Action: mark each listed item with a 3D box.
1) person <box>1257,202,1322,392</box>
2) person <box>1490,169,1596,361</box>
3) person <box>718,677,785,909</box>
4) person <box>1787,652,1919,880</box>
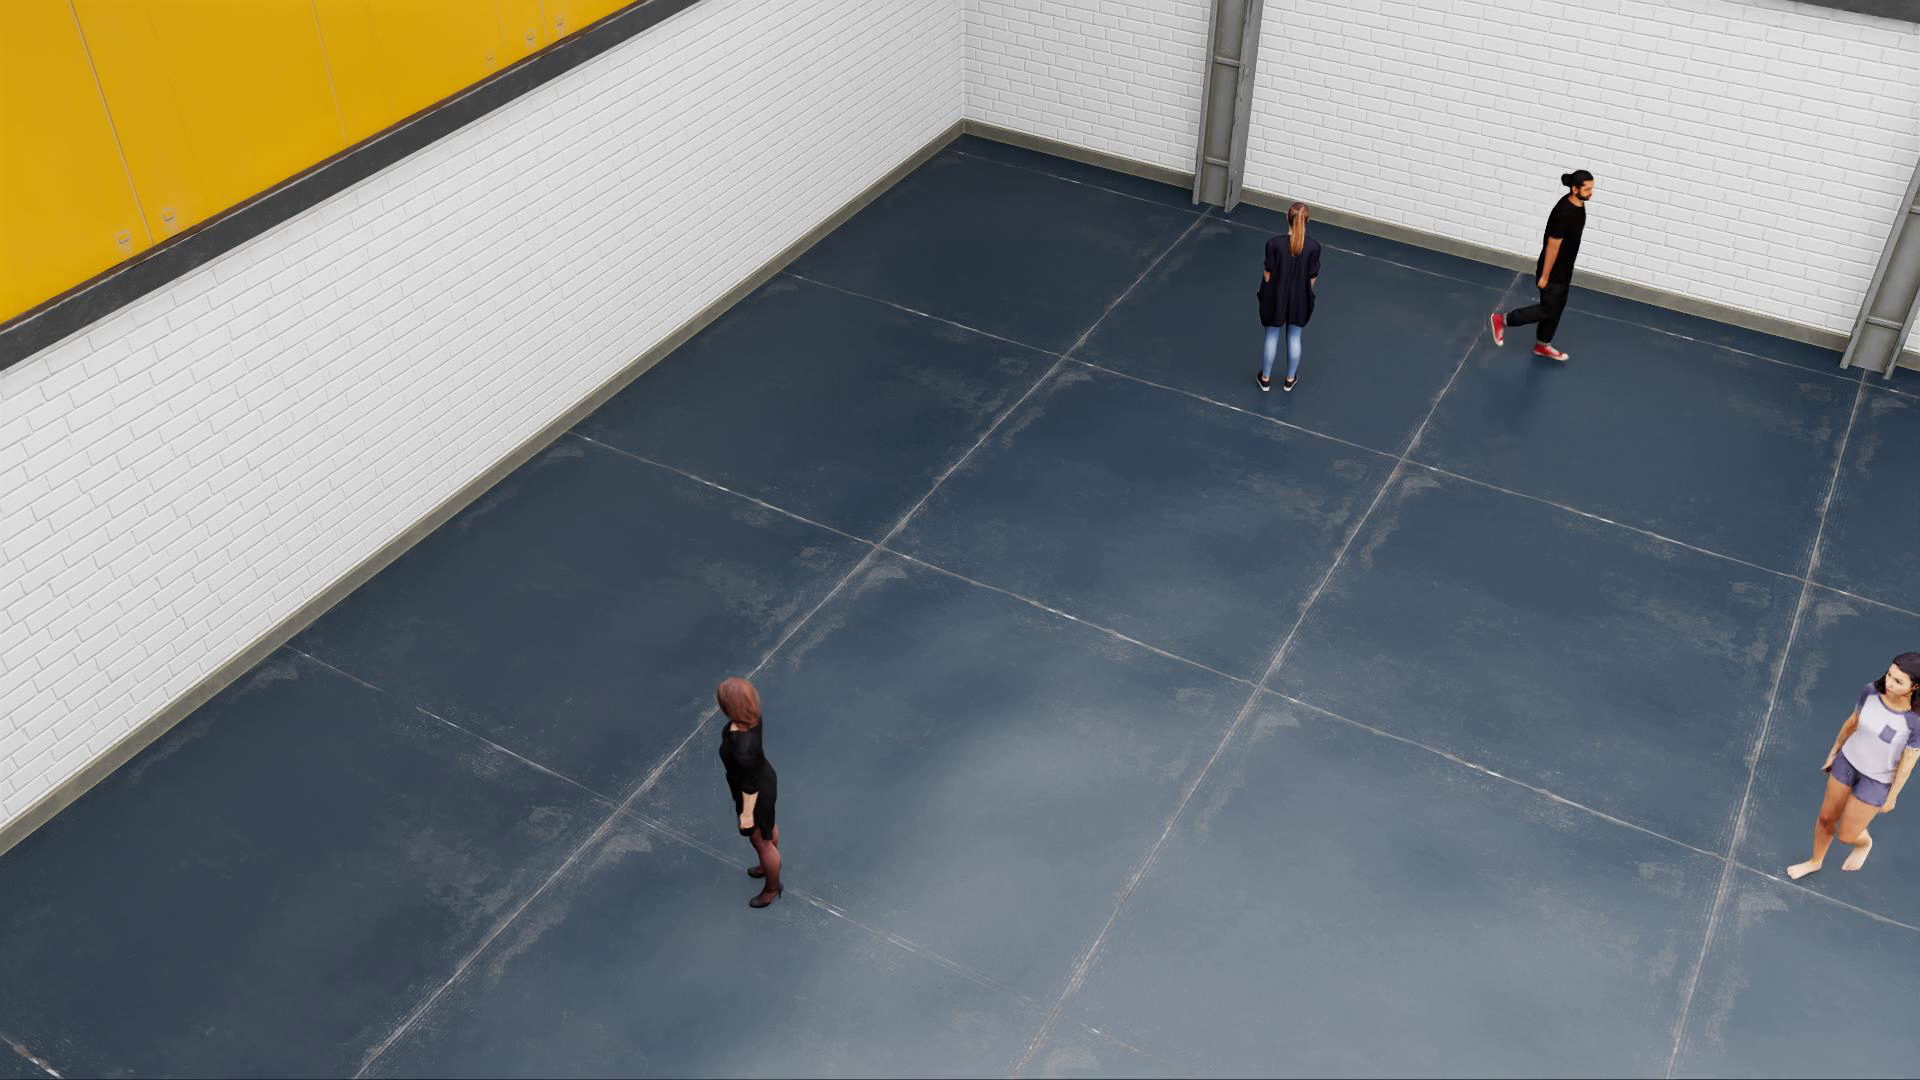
[{"bbox_3d":[2.642,-1.955,13.429,0.630,1.684,0.765,5,39,6],"label":"person"},{"bbox_3d":[4.863,-2.283,13.794,0.907,1.741,0.632,18,42,22],"label":"person"},{"bbox_3d":[-1.136,1.392,9.222,0.677,1.704,0.663,-2,39,-2],"label":"person"},{"bbox_3d":[5.140,1.292,9.332,0.837,1.722,0.782,-15,41,-18],"label":"person"}]
